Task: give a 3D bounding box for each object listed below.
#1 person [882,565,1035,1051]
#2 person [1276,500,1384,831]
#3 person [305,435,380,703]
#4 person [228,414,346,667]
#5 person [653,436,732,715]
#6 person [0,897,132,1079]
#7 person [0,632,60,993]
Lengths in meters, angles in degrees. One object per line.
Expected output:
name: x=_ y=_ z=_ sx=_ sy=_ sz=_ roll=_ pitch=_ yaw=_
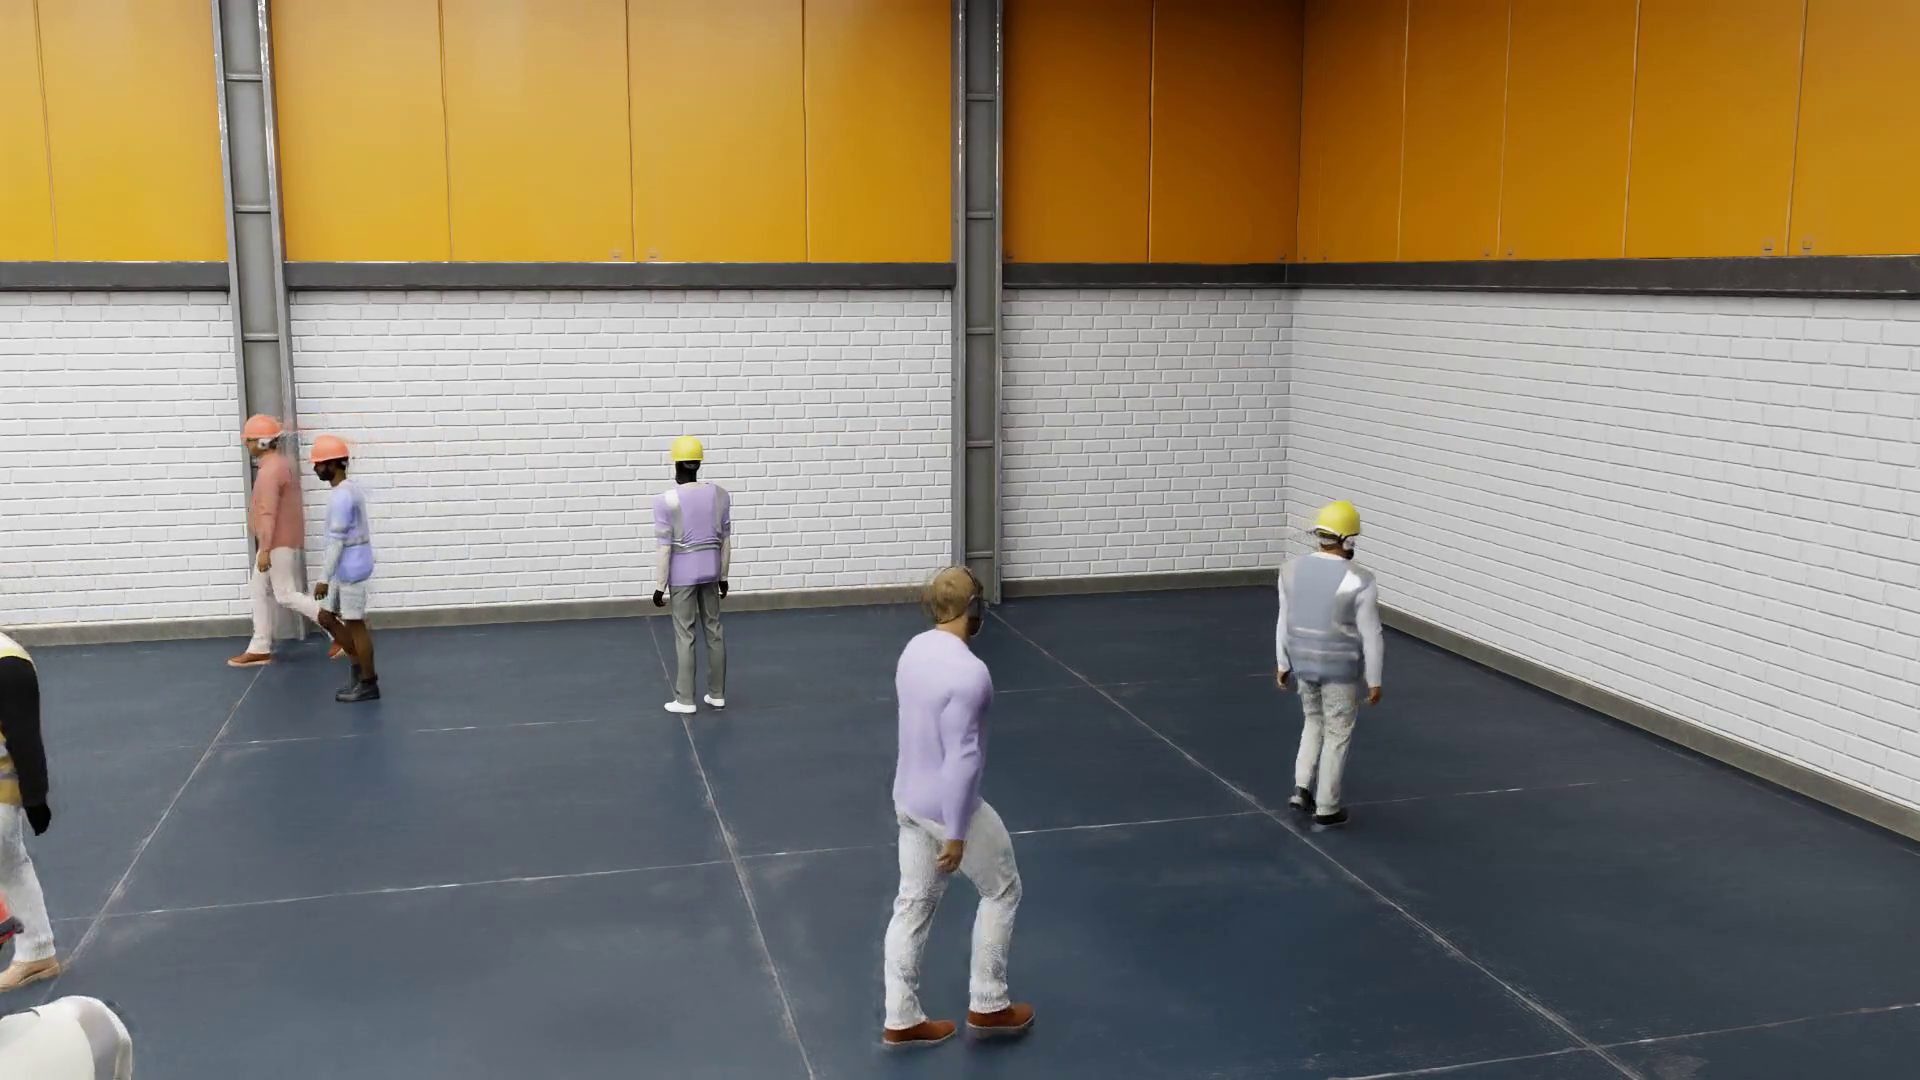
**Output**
person: x=-0.010 y=1.048 z=6.541 sx=0.782 sy=1.900 sz=0.628 roll=-5 pitch=10 yaw=-29
person: x=2.023 y=0.684 z=9.064 sx=0.615 sy=1.813 sz=0.437 roll=9 pitch=13 yaw=44
person: x=-4.334 y=0.217 z=11.702 sx=0.455 sy=1.914 sz=0.540 roll=-4 pitch=10 yaw=-21
person: x=-5.200 y=0.005 z=12.842 sx=0.879 sy=1.969 sz=0.609 roll=-4 pitch=10 yaw=-22
person: x=-1.852 y=0.243 z=11.473 sx=0.585 sy=1.929 sz=0.370 roll=-7 pitch=12 yaw=-38
person: x=-1.758 y=1.543 z=3.063 sx=0.491 sy=2.024 sz=0.628 roll=3 pitch=10 yaw=17
person: x=-4.116 y=1.054 z=6.779 sx=0.666 sy=1.808 sz=0.853 roll=6 pitch=11 yaw=34
